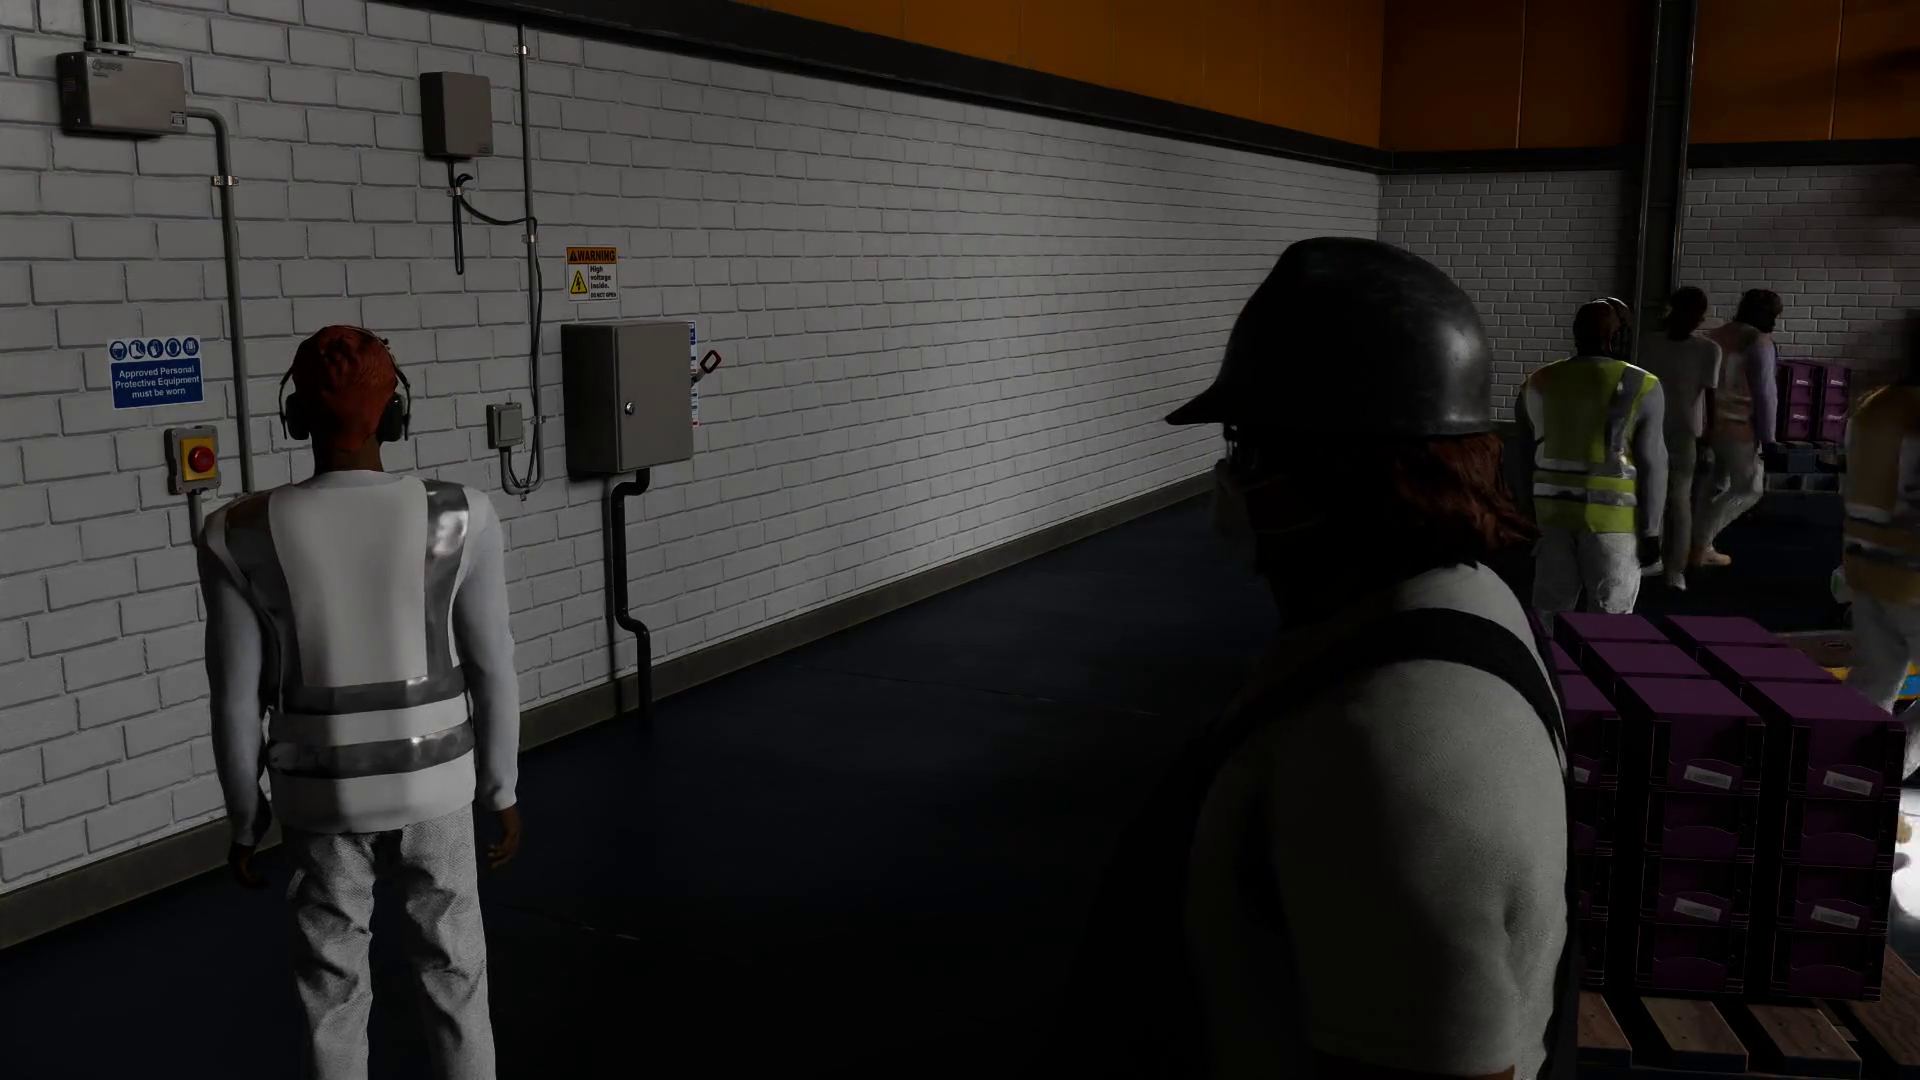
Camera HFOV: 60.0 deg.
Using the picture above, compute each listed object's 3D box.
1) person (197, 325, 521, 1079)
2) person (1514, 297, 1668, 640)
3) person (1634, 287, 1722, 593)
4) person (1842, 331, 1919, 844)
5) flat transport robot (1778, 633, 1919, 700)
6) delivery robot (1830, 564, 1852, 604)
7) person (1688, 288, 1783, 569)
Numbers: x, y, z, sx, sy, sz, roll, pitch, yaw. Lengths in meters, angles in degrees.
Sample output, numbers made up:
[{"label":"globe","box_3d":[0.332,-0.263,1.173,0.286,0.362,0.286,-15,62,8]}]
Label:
[{"label":"person","box_3d":[-1.165,0.521,3.315,0.573,1.883,0.354,-3,10,-19]},{"label":"person","box_3d":[2.594,-0.069,6.853,0.430,1.845,0.623,-9,13,-42]},{"label":"person","box_3d":[4.276,-0.603,10.011,0.575,1.814,0.785,9,14,44]},{"label":"person","box_3d":[3.181,0.156,5.588,0.429,1.823,0.704,-1,10,-5]},{"label":"flat transport robot","box_3d":[3.979,0.587,7.597,1.431,0.197,0.652,-2,10,-13]},{"label":"delivery robot","box_3d":[4.763,0.275,8.307,0.707,0.478,0.477,7,12,37]},{"label":"person","box_3d":[4.810,-0.676,10.473,0.558,1.808,0.665,-1,10,-6]}]
